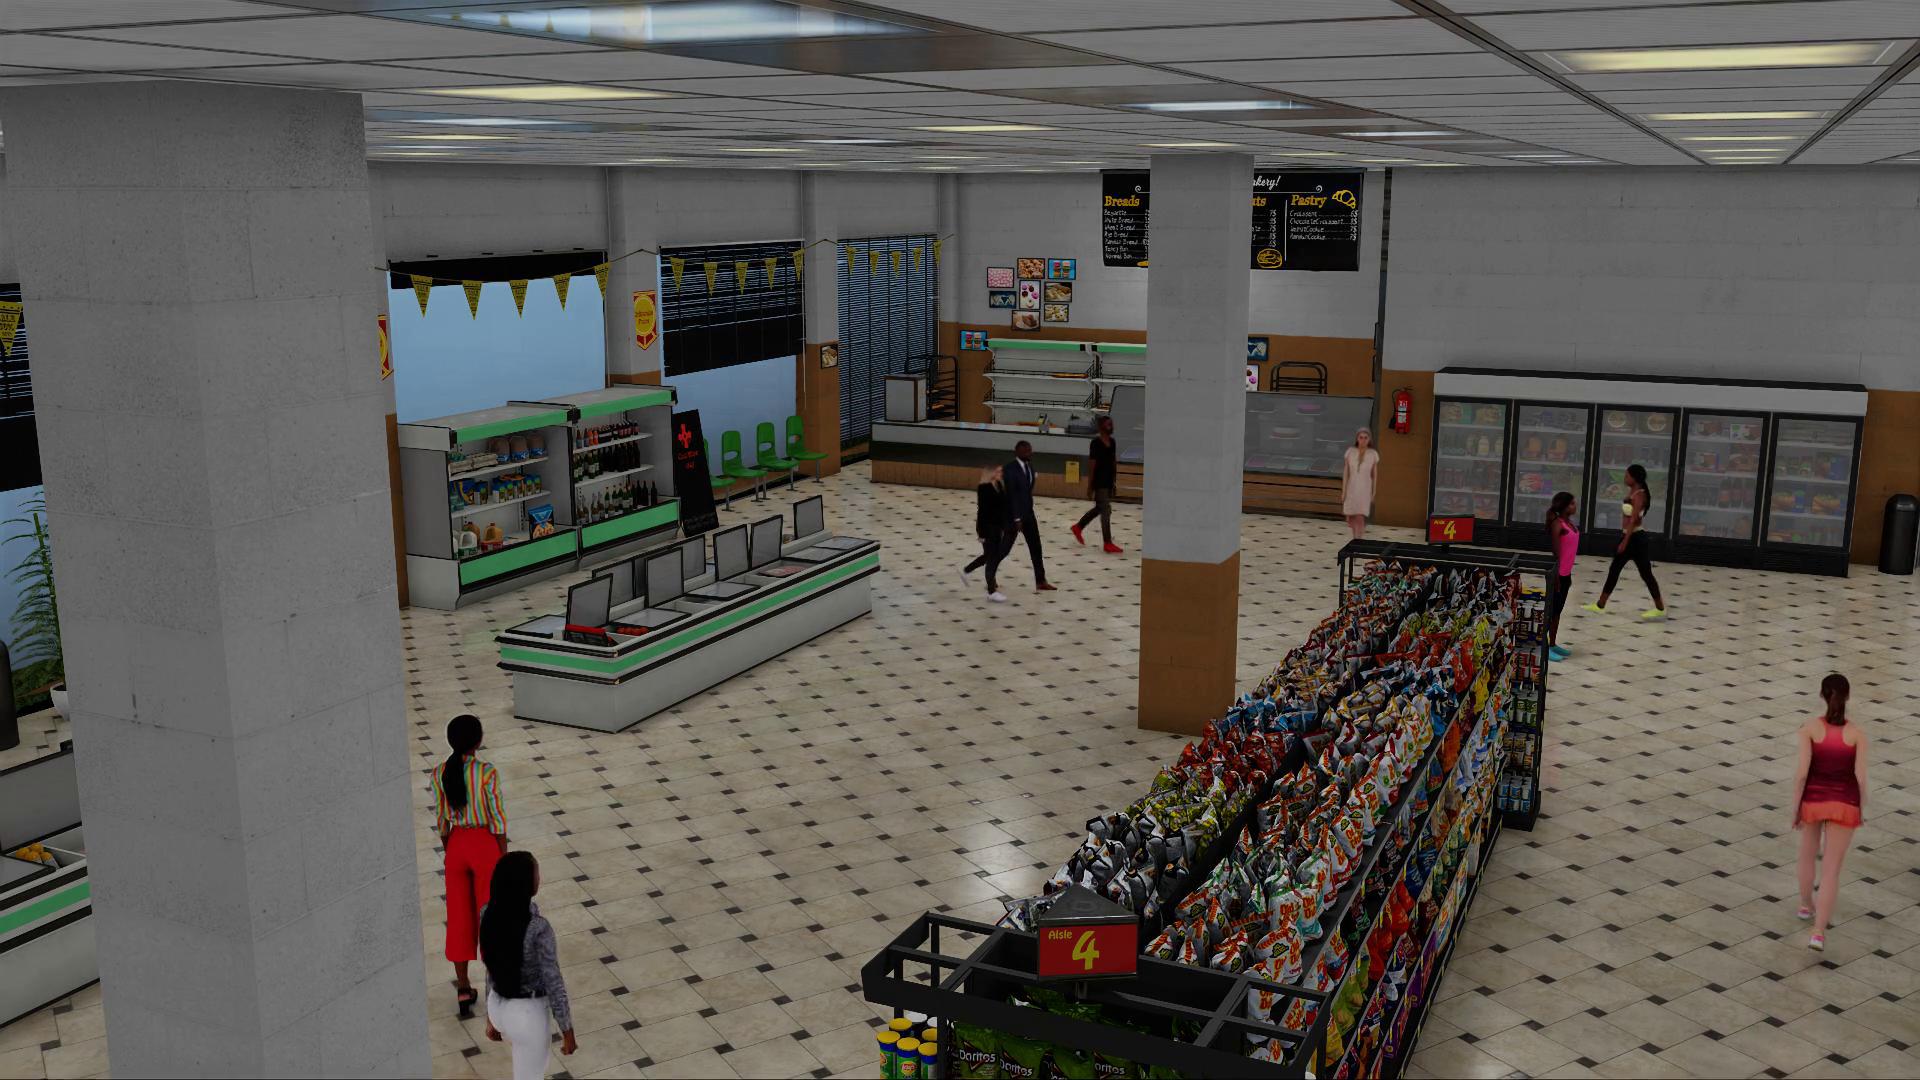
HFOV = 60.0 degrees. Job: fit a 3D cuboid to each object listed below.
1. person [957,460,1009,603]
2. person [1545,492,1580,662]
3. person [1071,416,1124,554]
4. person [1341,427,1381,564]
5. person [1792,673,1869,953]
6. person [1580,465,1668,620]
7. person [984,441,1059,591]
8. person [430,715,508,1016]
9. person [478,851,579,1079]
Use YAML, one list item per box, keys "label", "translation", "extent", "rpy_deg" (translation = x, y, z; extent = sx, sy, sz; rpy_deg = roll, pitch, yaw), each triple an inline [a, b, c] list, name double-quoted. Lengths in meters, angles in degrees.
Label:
- label: "person"
  translation: [0.258, -0.105, 19.214]
  extent: [0.701, 1.661, 0.830]
  rpy_deg: [5, 13, 22]
- label: "person"
  translation: [6.078, 0.352, 16.900]
  extent: [0.664, 1.720, 0.555]
  rpy_deg: [10, 15, 39]
- label: "person"
  translation: [1.791, -0.736, 21.930]
  extent: [0.925, 1.776, 1.148]
  rpy_deg: [10, 15, 38]
- label: "person"
  translation: [5.122, -0.594, 21.396]
  extent: [0.671, 1.719, 1.011]
  rpy_deg: [4, 12, 17]
- label: "person"
  translation: [5.415, 1.727, 10.385]
  extent: [0.662, 1.714, 1.187]
  rpy_deg: [7, 14, 32]
- label: "person"
  translation: [7.513, 0.065, 18.296]
  extent: [0.854, 1.705, 1.128]
  rpy_deg: [2, 12, 9]
- label: "person"
  translation: [0.617, -0.278, 19.716]
  extent: [0.945, 1.792, 1.219]
  rpy_deg: [9, 15, 38]
- label: "person"
  translation: [-2.792, 1.860, 9.558]
  extent: [0.652, 1.793, 0.626]
  rpy_deg: [2, 12, 7]
- label: "person"
  translation: [-2.103, 2.288, 7.731]
  extent: [0.675, 1.710, 0.690]
  rpy_deg: [9, 15, 35]
